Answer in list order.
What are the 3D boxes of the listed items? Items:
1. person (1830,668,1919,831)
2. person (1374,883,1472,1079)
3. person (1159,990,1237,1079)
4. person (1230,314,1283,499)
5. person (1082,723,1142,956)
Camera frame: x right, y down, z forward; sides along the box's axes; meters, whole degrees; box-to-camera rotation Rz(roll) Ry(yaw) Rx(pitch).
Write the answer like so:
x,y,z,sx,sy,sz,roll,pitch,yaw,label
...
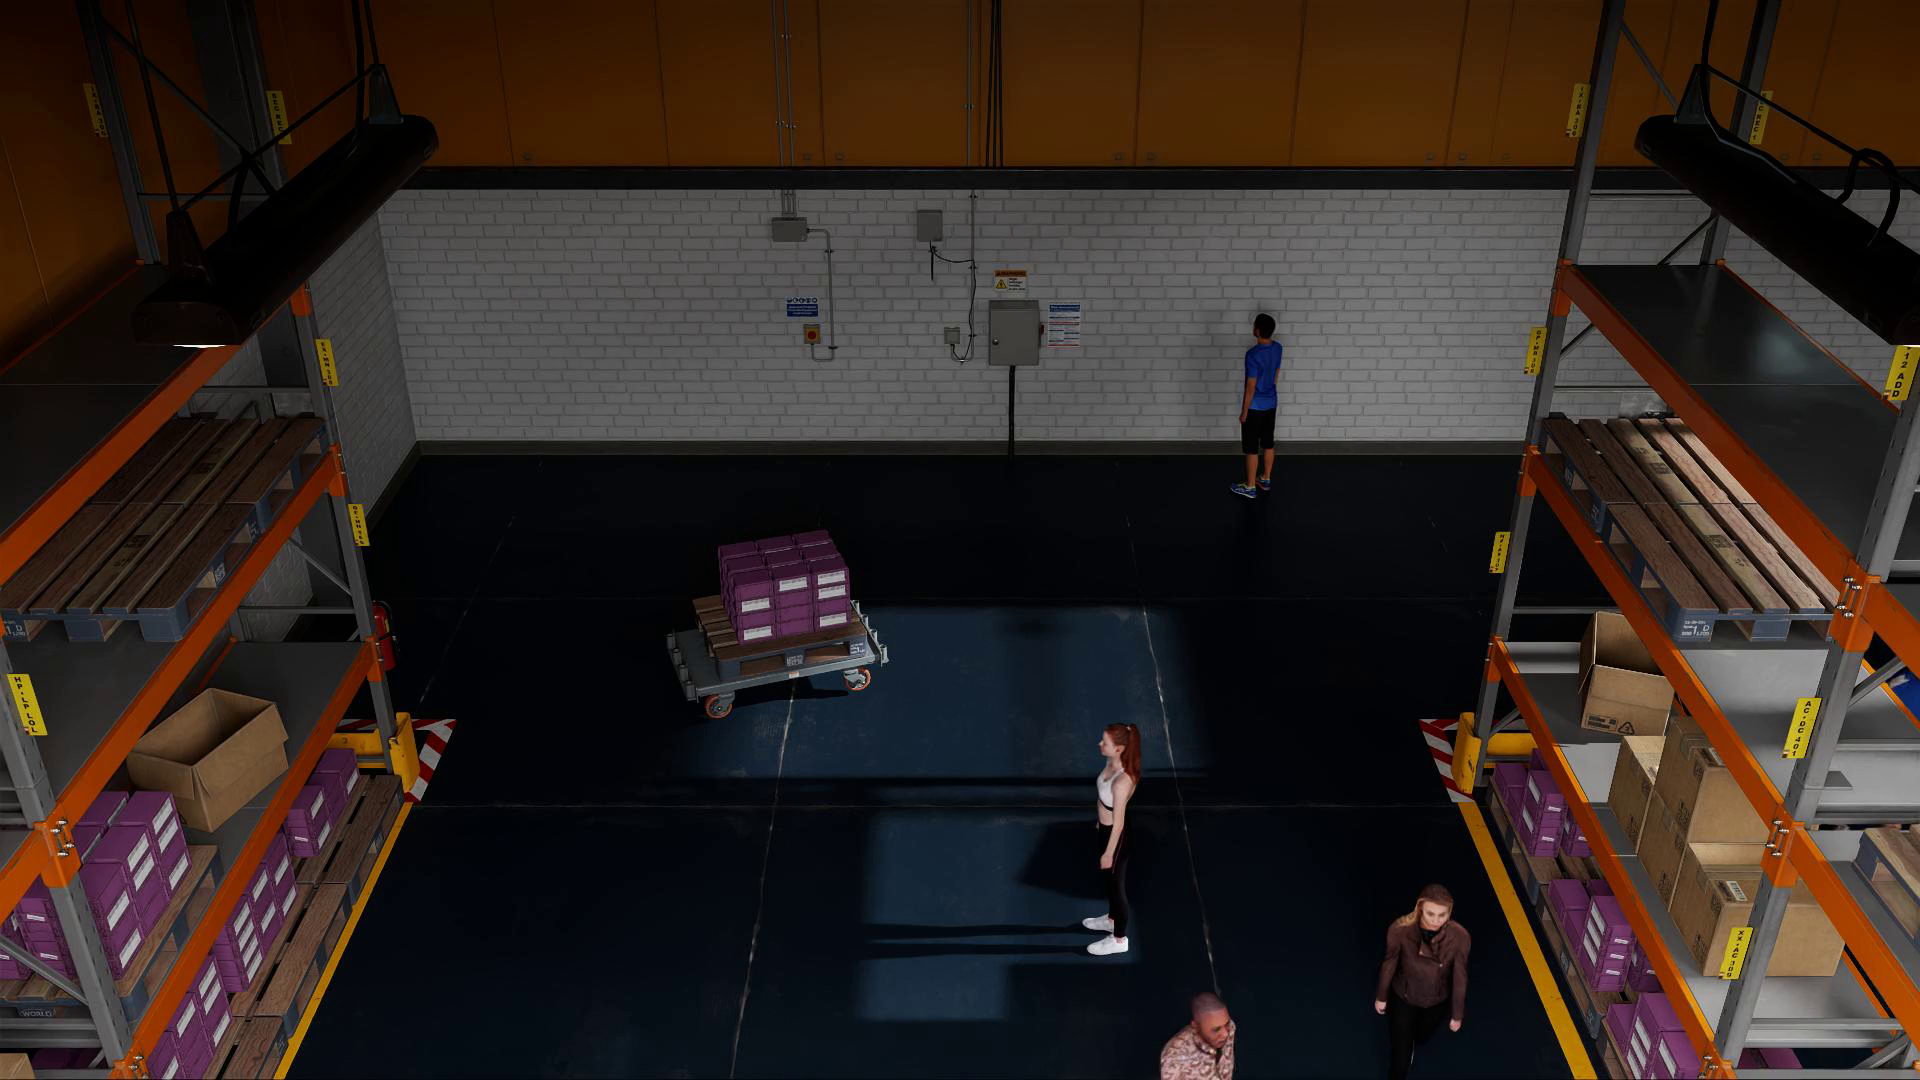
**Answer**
x,y,z,sx,sy,sz,roll,pitch,yaw,label
6.339,1.393,11.389,1.018,1.820,1.311,-12,31,-21,person
2.594,2.554,9.410,0.727,1.677,1.112,4,29,7,person
1.121,2.961,8.565,1.097,1.772,1.210,-21,35,-33,person
2.947,-1.319,16.311,0.706,1.868,0.750,-21,35,-33,person
0.985,1.884,10.573,0.636,1.740,0.444,0,29,0,person
